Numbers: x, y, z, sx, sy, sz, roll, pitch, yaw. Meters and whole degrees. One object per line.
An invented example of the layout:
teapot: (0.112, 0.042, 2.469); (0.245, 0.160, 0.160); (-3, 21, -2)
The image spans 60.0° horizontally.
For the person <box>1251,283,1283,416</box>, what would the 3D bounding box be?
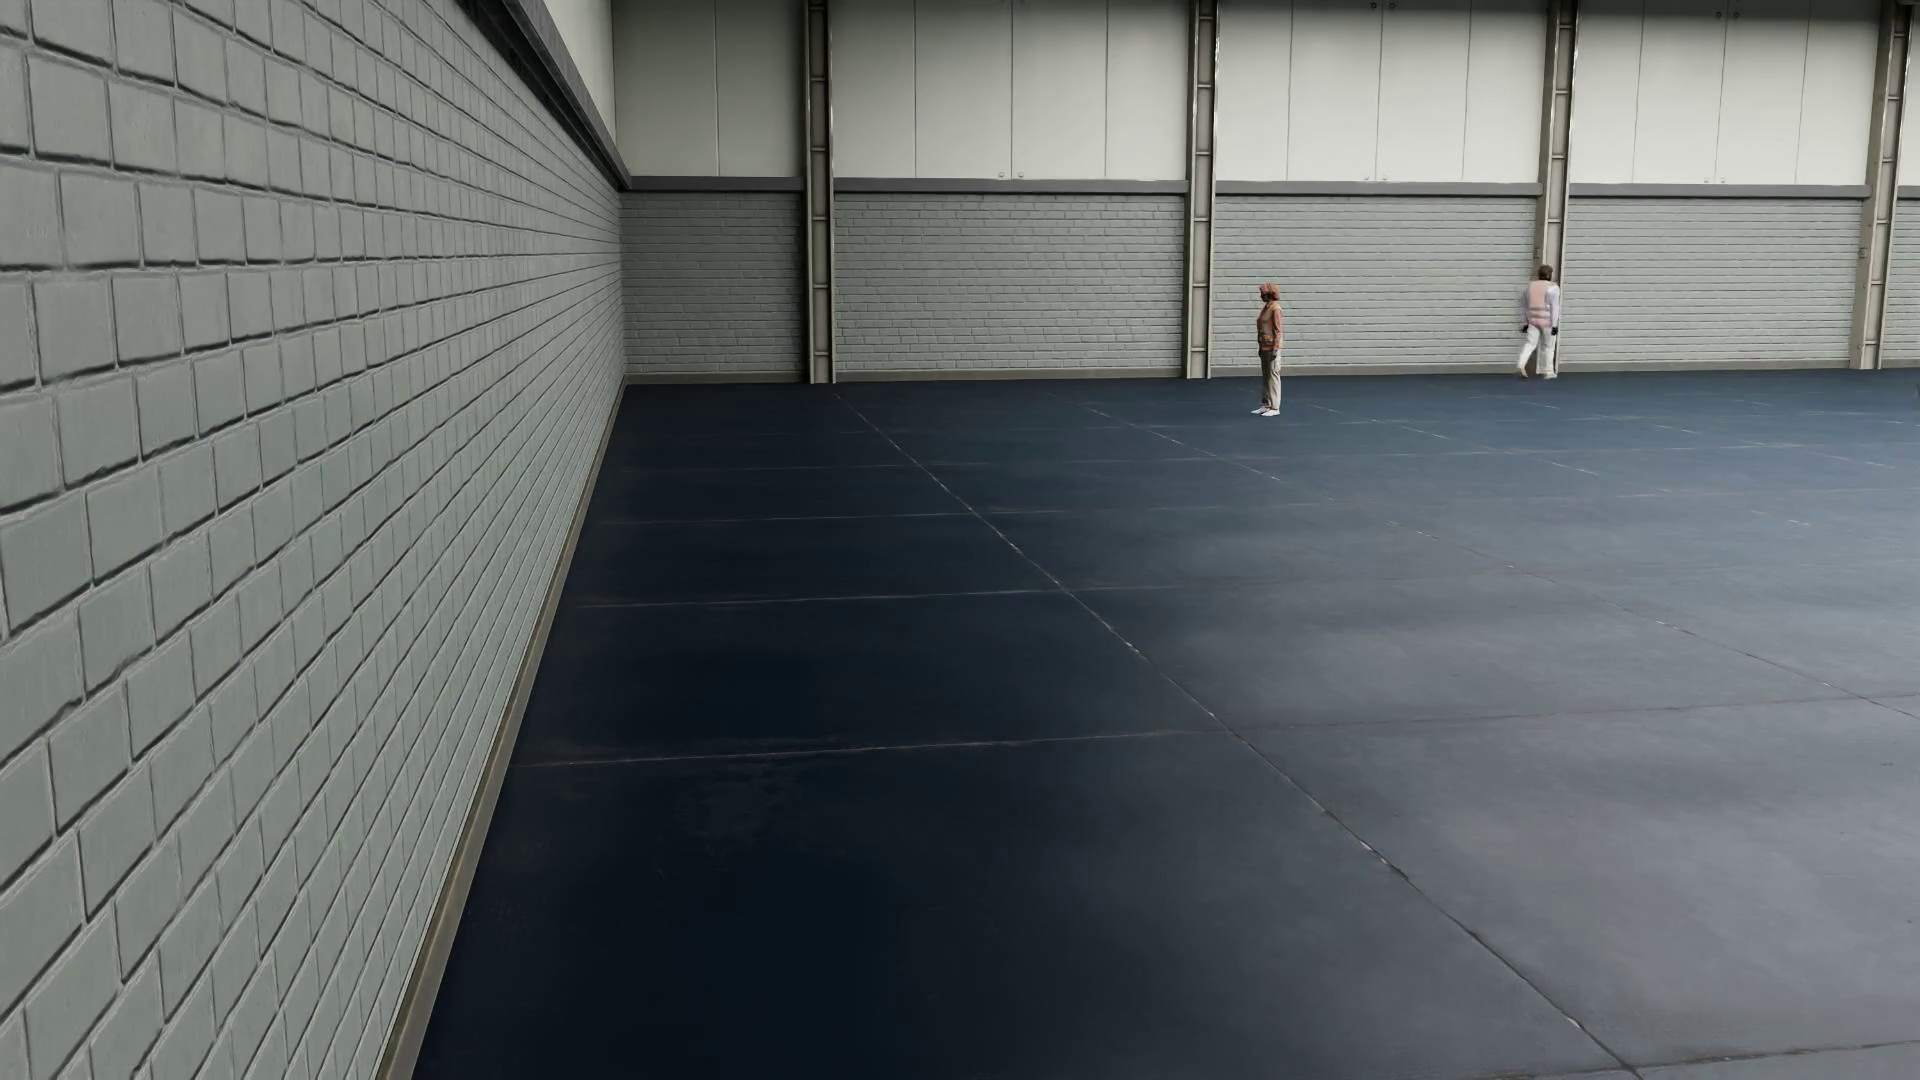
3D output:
person: (3.810, -2.341, 20.476); (0.313, 1.639, 0.513); (-2, 10, -9)

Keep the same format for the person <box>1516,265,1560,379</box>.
person: (9.170, -3.442, 26.305); (0.864, 1.815, 0.636); (-8, 13, -39)
